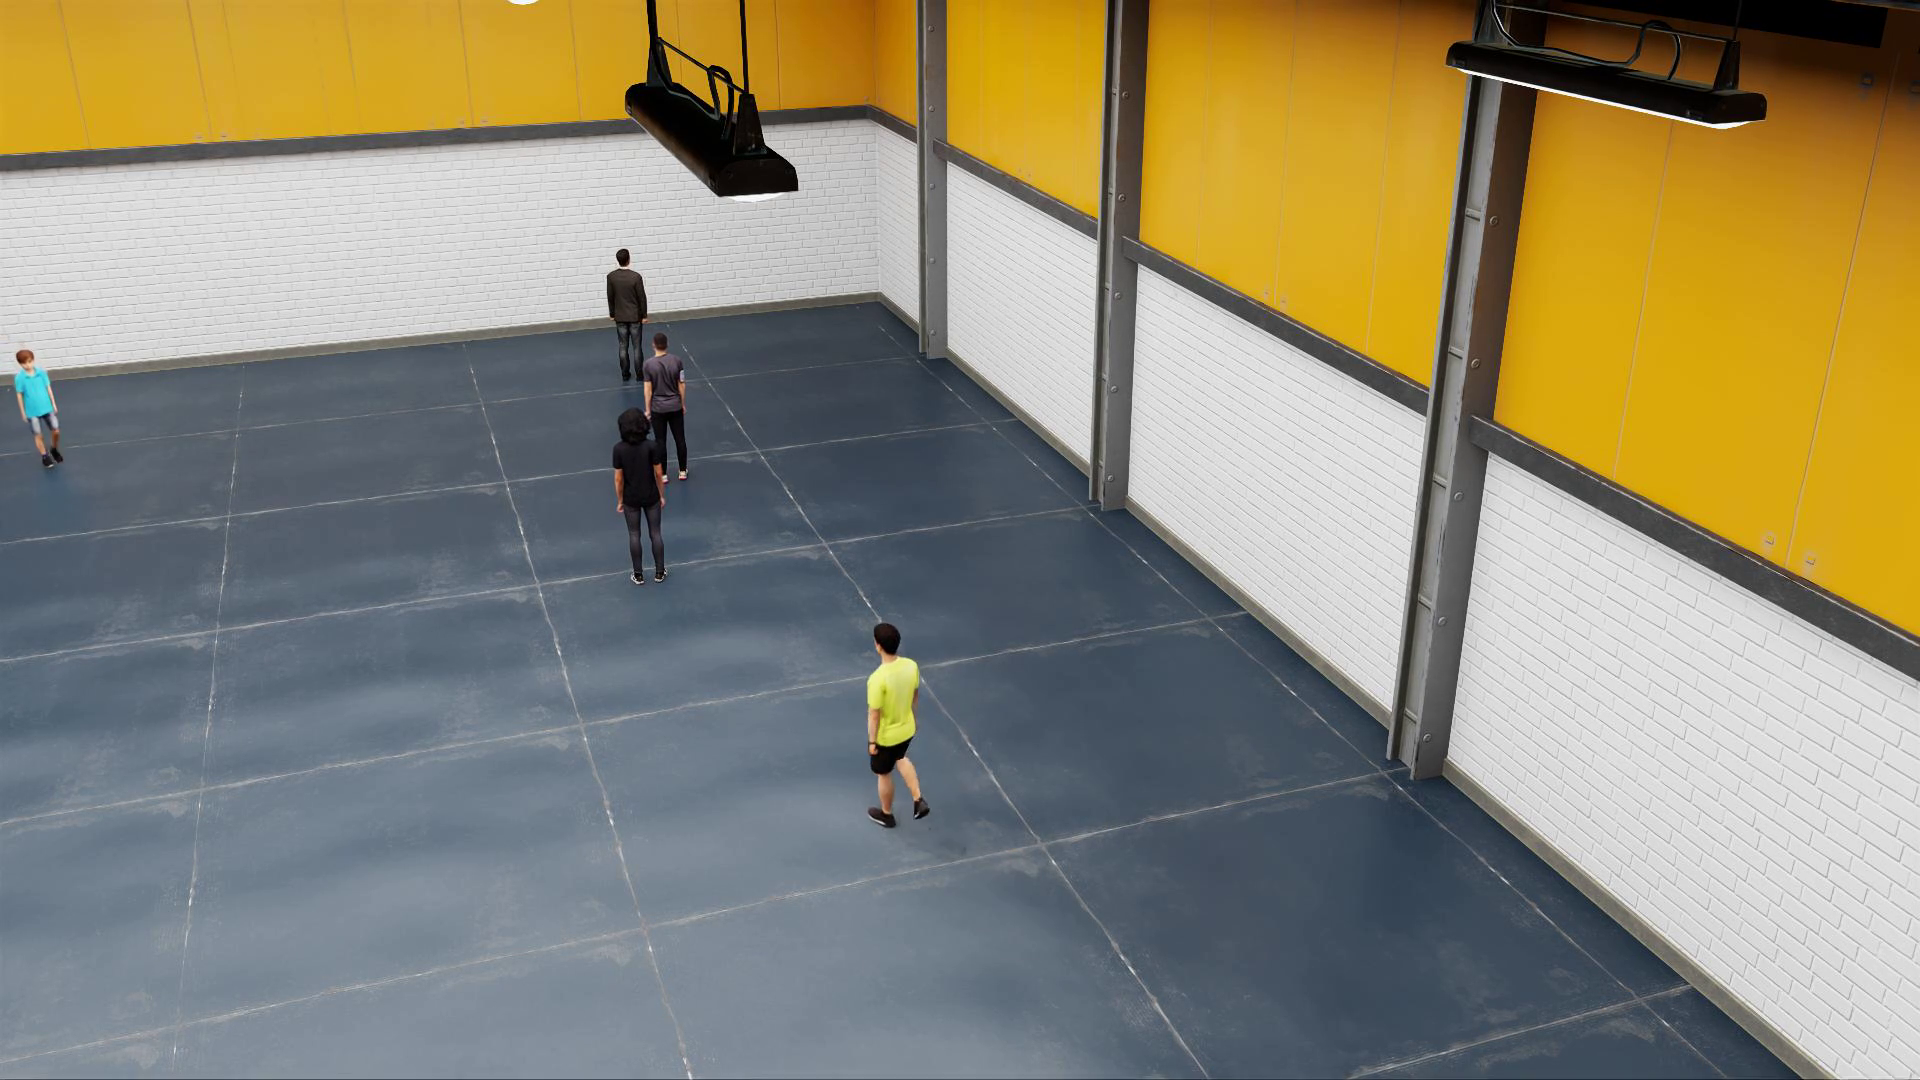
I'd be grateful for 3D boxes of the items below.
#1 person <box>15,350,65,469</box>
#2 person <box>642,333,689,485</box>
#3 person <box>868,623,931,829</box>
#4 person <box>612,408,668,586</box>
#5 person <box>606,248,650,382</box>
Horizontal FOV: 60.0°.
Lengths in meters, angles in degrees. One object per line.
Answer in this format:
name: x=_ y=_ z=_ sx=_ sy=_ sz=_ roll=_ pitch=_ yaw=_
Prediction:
person: x=-10.872 y=-1.570 z=19.592 sx=0.613 sy=1.439 sz=0.632 roll=-19 pitch=30 yaw=-37
person: x=-3.372 y=-1.519 z=19.070 sx=0.642 sy=1.764 sz=0.552 roll=-9 pitch=25 yaw=-21
person: x=-0.448 y=1.422 z=12.420 sx=0.805 sy=1.702 sz=0.901 roll=-21 pitch=31 yaw=-39
person: x=-3.173 y=-0.440 z=16.512 sx=0.668 sy=1.837 sz=0.582 roll=-4 pitch=24 yaw=-9
person: x=-4.501 y=-3.057 z=22.540 sx=0.759 sy=1.804 sz=0.712 roll=3 pitch=24 yaw=6
